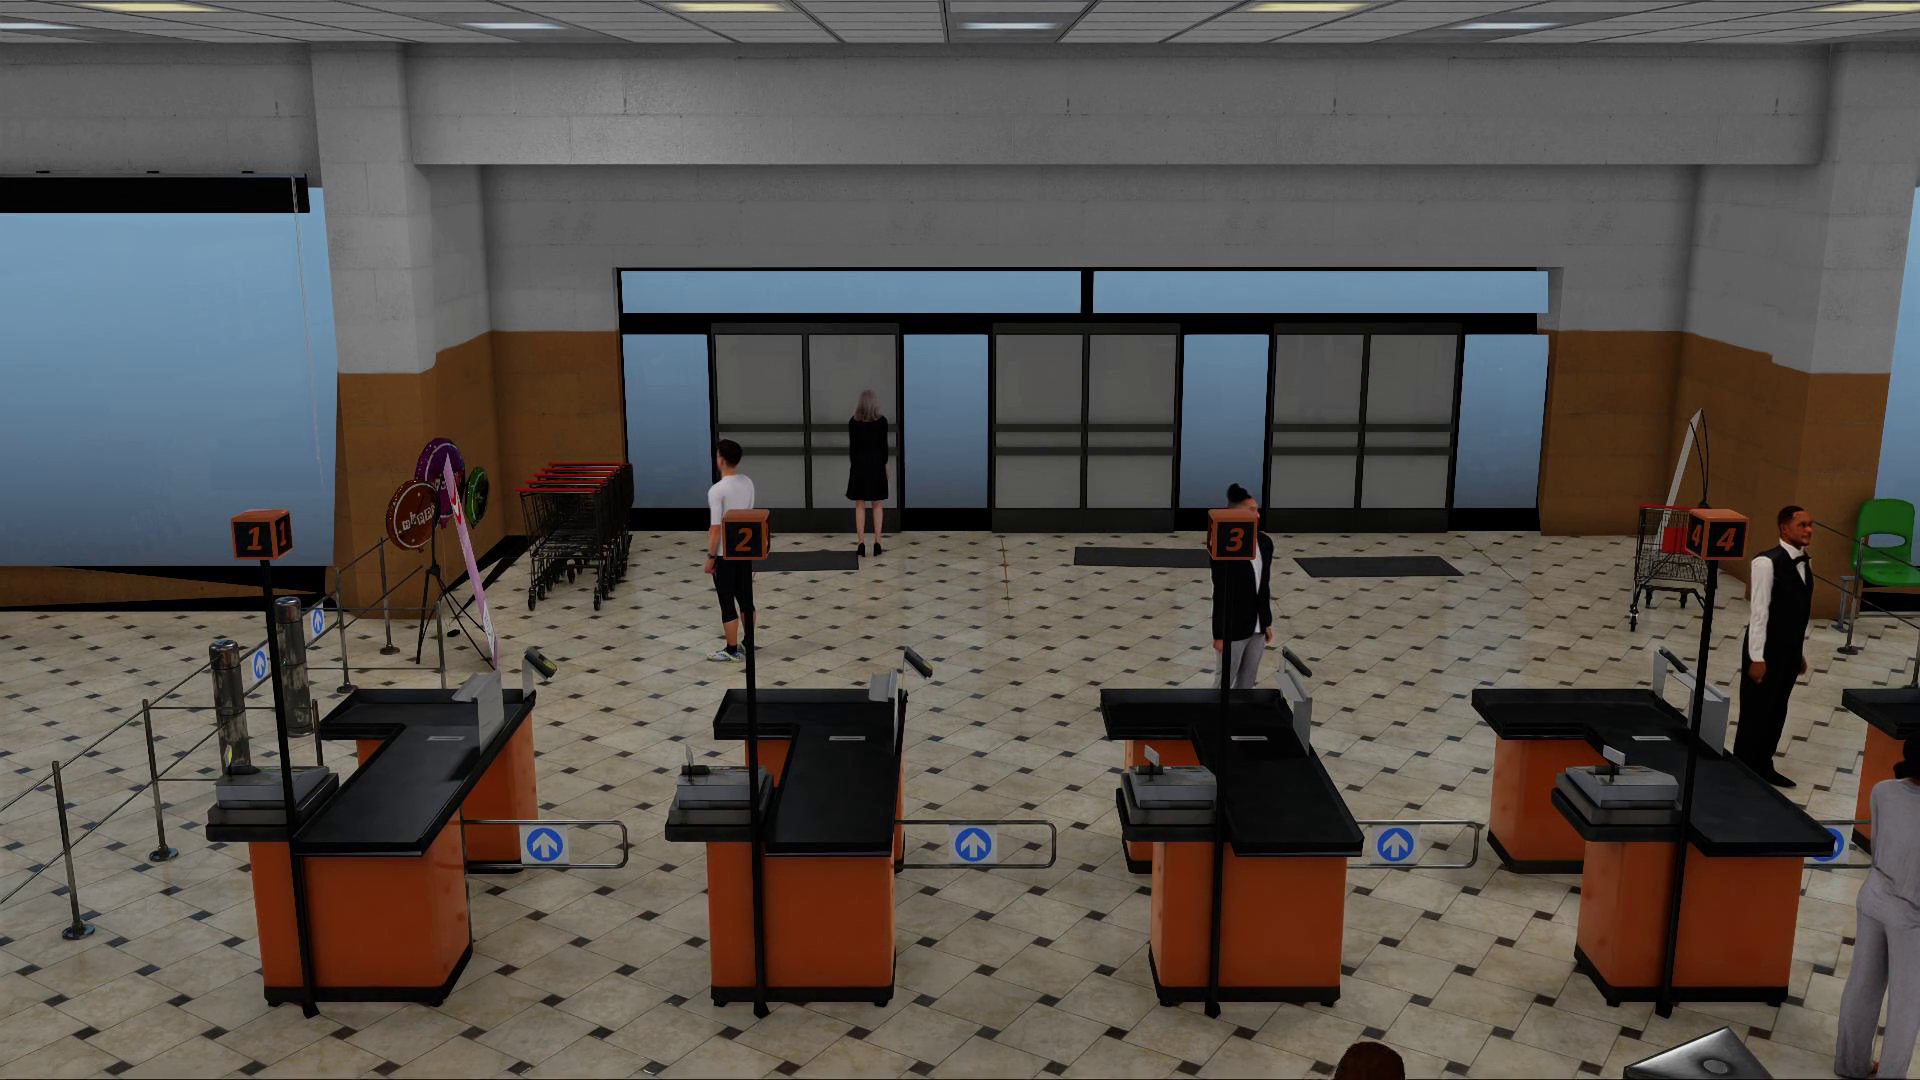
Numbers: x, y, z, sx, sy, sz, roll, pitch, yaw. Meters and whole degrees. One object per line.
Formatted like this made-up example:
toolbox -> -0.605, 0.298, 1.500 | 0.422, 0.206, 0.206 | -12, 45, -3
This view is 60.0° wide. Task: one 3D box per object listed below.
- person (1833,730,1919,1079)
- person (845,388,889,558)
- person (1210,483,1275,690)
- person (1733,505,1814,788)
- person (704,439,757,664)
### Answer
person -> 4.195, 1.661, 7.418 | 0.739, 1.733, 0.587 | -4, 14, -17
person -> -0.944, -0.700, 17.125 | 0.633, 1.745, 0.610 | -2, 14, -9
person -> 1.934, 0.559, 11.505 | 0.797, 1.948, 0.813 | -10, 17, -35
person -> 5.360, 0.707, 10.958 | 0.781, 1.918, 0.782 | -8, 16, -31
person -> -1.872, 0.083, 13.671 | 0.815, 1.851, 0.707 | 9, 16, 33
